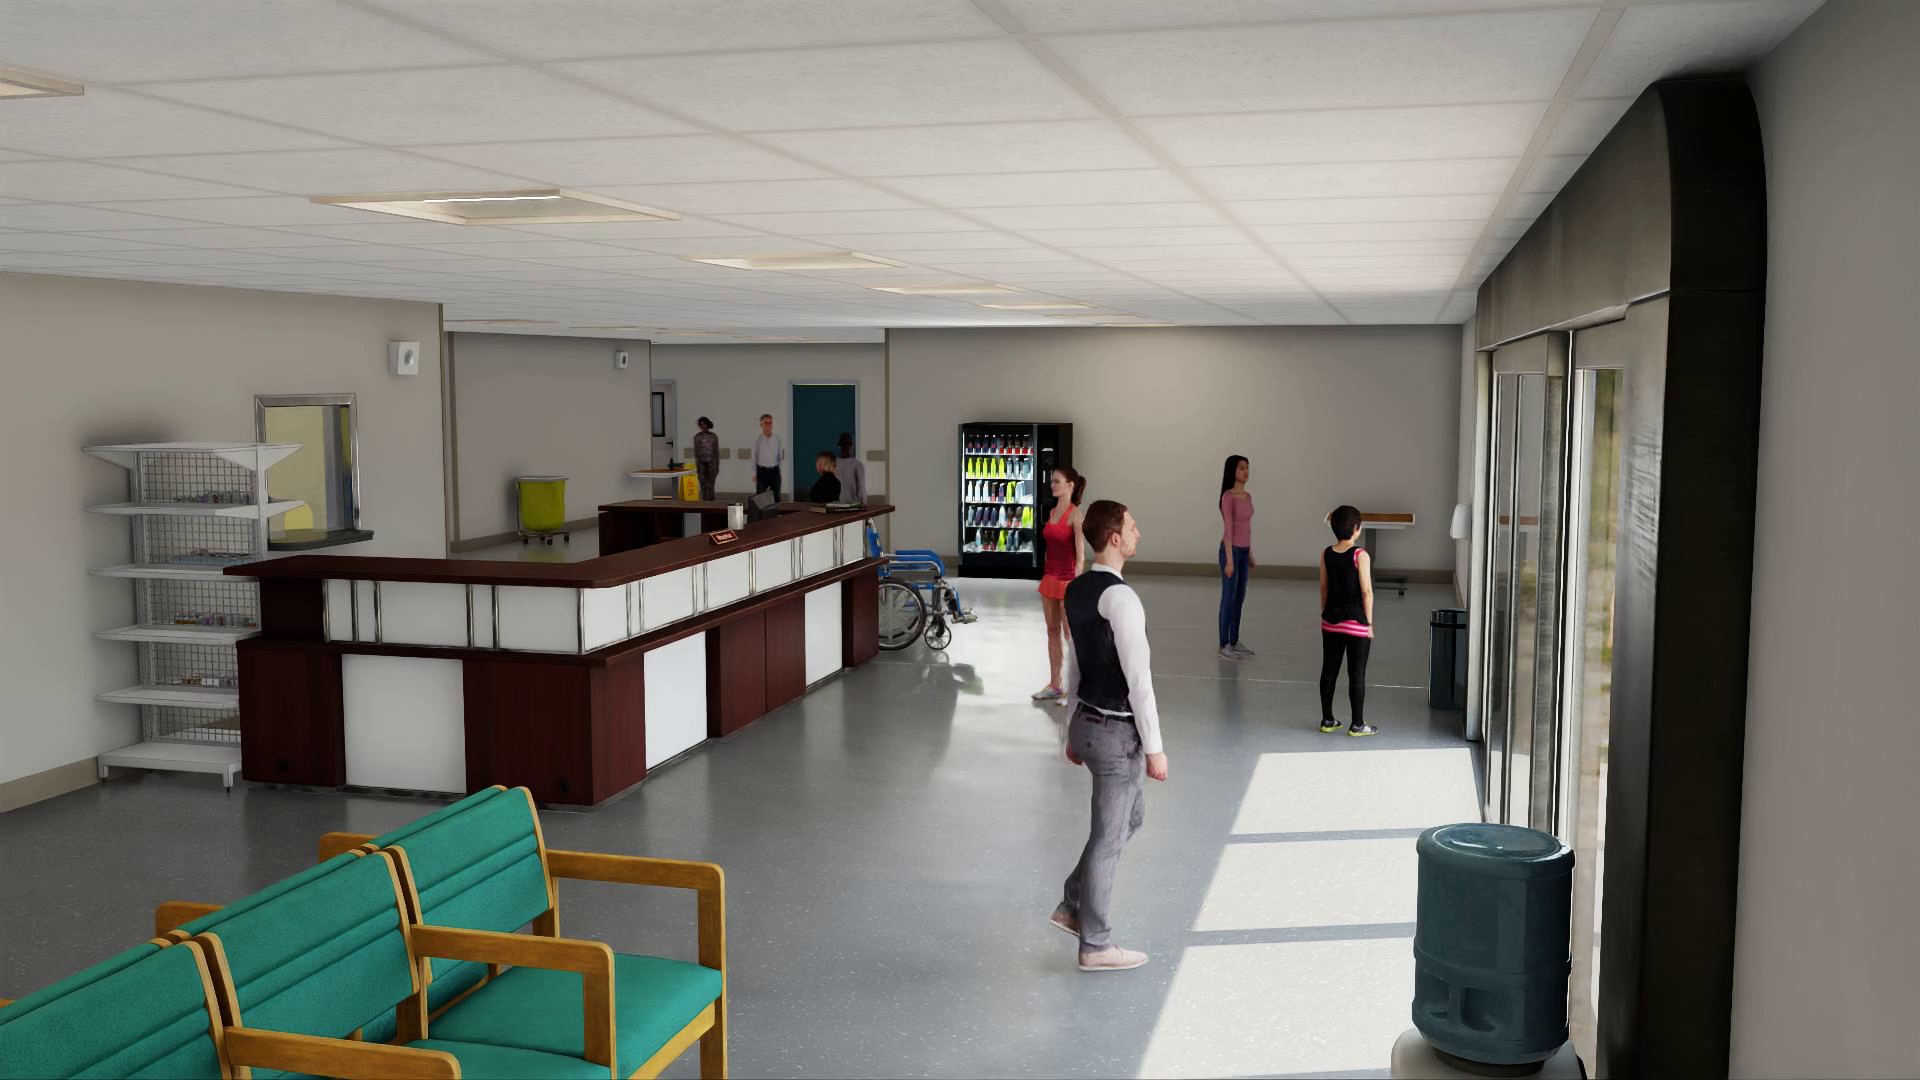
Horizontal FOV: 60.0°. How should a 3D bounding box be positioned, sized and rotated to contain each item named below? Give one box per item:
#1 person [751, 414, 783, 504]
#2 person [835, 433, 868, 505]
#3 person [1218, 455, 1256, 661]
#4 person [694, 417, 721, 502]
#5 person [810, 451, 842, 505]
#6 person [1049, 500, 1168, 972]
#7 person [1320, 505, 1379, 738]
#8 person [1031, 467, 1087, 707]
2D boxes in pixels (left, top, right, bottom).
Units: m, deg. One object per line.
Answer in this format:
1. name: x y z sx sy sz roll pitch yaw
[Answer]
1. person: -2.975 -1.001 25.435 1.189 1.768 1.168 -2 6 -22
2. person: -1.266 -0.315 18.605 0.487 1.769 0.692 2 6 21
3. person: 2.371 0.132 14.303 0.640 1.742 0.647 5 7 39
4. person: -4.258 -1.184 27.824 1.204 1.652 0.999 -1 6 -11
5. person: -1.224 -0.019 16.382 1.105 1.625 0.764 3 6 28
6. person: 0.523 0.801 6.735 0.814 1.925 0.784 -1 6 -14
7. person: 2.607 0.535 11.238 0.683 1.552 0.590 -5 8 -43
8. person: 0.762 0.325 12.325 0.731 1.754 0.663 -4 7 -35
